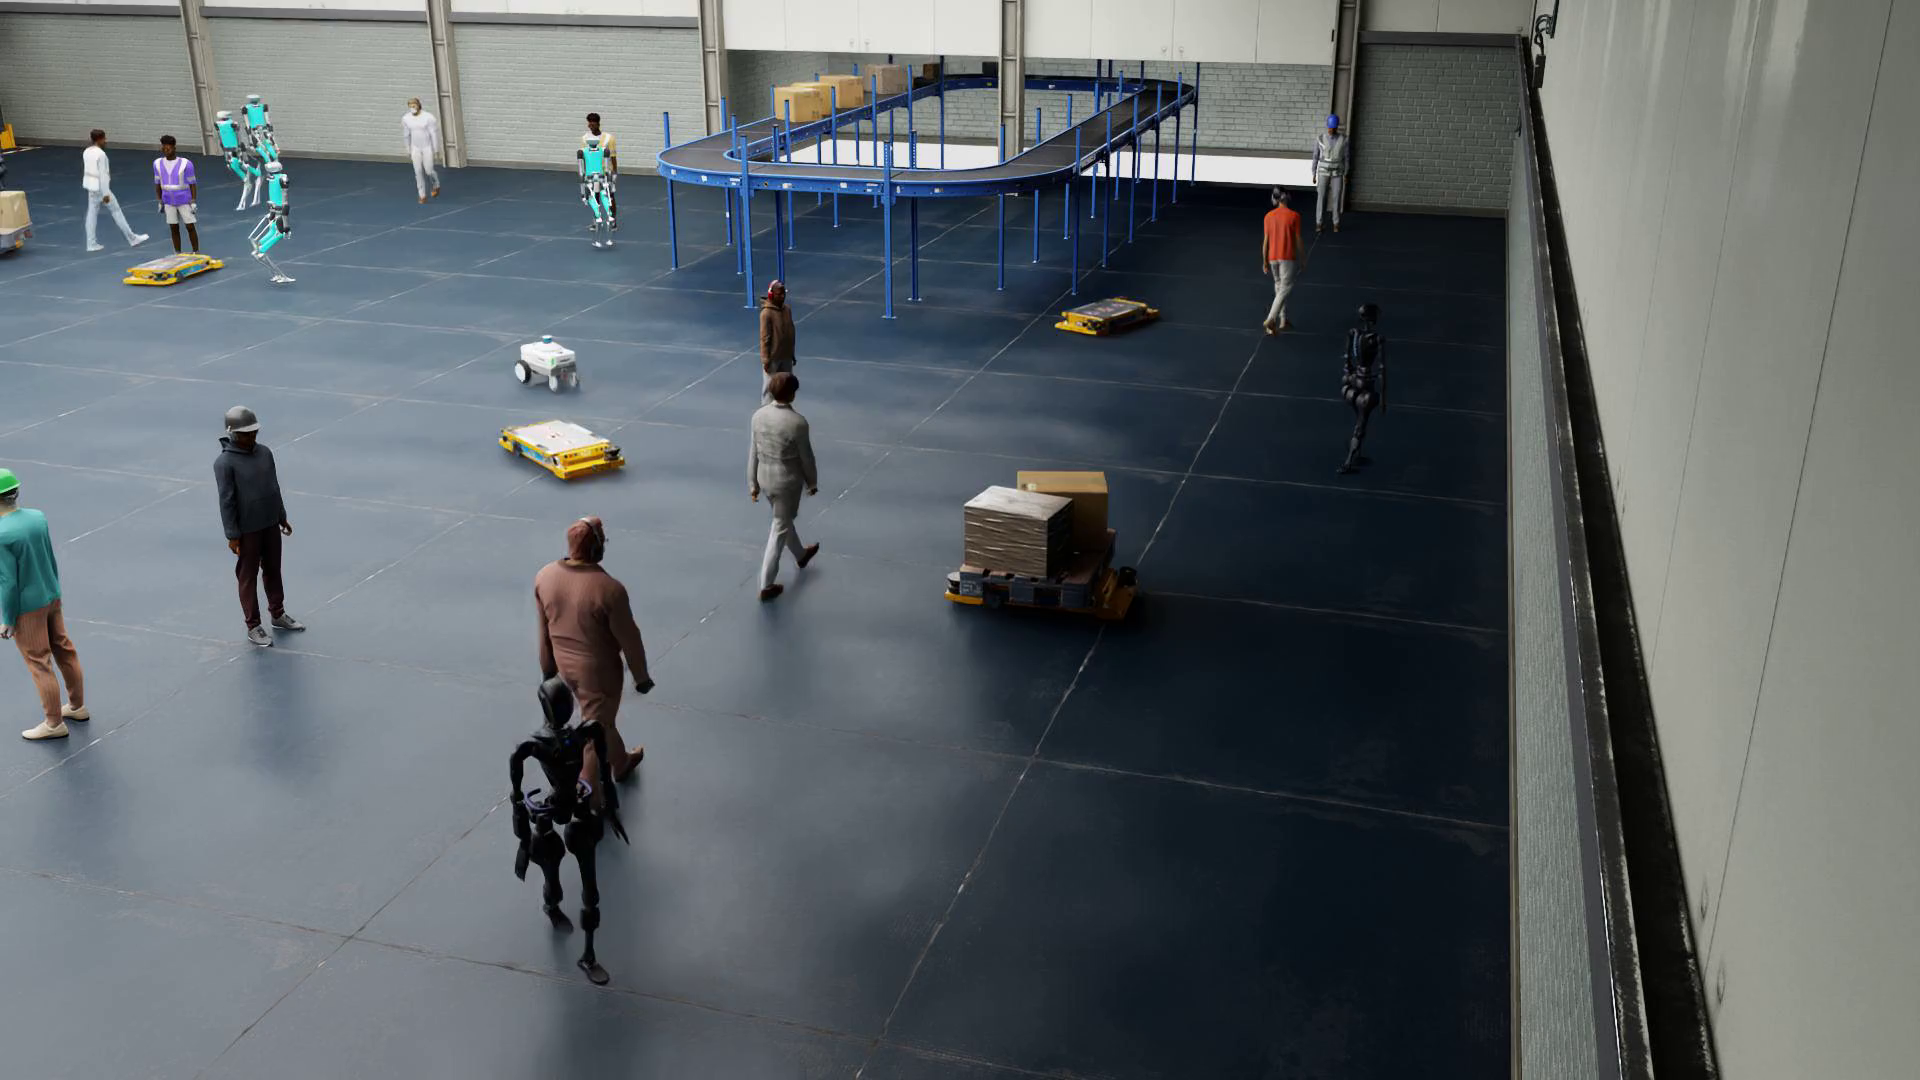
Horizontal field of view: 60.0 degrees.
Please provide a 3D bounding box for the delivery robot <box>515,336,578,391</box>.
[{"bbox_3d":[-4.730,-2.038,19.091,0.816,0.612,0.499,20,28,41],"label":"delivery robot"}]

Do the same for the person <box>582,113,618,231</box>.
[{"bbox_3d":[-6.008,-6.148,27.796,0.610,1.953,0.406,5,22,13],"label":"person"}]

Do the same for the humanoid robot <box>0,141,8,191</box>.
[{"bbox_3d":[-17.148,-6.639,29.441,0.329,1.638,0.586,7,22,18],"label":"humanoid robot"}]

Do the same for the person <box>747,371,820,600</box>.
[{"bbox_3d":[-1.370,-0.481,13.309,0.519,1.782,0.956,12,24,29],"label":"person"}]

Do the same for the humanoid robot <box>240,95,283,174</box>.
[{"bbox_3d":[-13.252,-7.569,31.813,0.802,1.805,0.547,17,27,38],"label":"humanoid robot"}]

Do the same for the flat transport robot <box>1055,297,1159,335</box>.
[{"bbox_3d":[1.935,-2.928,21.772,0.659,0.231,1.431,17,27,37],"label":"flat transport robot"}]

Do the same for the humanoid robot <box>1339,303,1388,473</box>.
[{"bbox_3d":[3.925,-1.477,16.064,0.607,1.639,0.584,-12,24,-28],"label":"humanoid robot"}]

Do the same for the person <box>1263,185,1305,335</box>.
[{"bbox_3d":[4.078,-3.570,21.233,0.525,1.859,0.902,13,25,31],"label":"person"}]

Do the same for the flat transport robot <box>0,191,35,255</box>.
[{"bbox_3d":[-15.251,-4.546,25.970,0.659,0.231,1.431,-3,21,-7],"label":"flat transport robot"}]

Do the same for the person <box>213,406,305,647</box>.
[{"bbox_3d":[-5.239,-0.124,12.352,0.369,1.813,0.535,10,23,25],"label":"person"}]

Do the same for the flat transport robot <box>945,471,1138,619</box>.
[{"bbox_3d":[0.651,0.365,13.232,1.431,0.231,0.659,6,22,15],"label":"flat transport robot"}]

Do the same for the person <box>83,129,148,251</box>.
[{"bbox_3d":[-13.561,-5.567,26.393,0.622,1.857,0.988,15,26,33],"label":"person"}]

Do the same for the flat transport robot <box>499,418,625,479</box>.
[{"bbox_3d":[-3.982,-0.923,16.572,0.659,0.231,1.431,-17,27,-36],"label":"flat transport robot"}]

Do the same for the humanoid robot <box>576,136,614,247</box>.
[{"bbox_3d":[-5.672,-5.468,26.181,0.532,1.690,0.745,-10,23,-24],"label":"humanoid robot"}]

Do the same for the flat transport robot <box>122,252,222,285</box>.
[{"bbox_3d":[-11.613,-3.996,24.542,0.659,0.231,1.431,4,21,10],"label":"flat transport robot"}]

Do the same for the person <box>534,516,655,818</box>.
[{"bbox_3d":[-2.128,0.731,10.056,0.660,1.870,0.904,12,24,29],"label":"person"}]

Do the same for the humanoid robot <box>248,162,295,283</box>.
[{"bbox_3d":[-9.823,-4.478,23.565,0.735,1.677,0.533,-20,28,-41],"label":"humanoid robot"}]

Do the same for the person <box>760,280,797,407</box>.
[{"bbox_3d":[-1.871,-1.856,17.064,0.318,1.650,0.458,15,26,34],"label":"person"}]

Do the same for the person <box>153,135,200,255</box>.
[{"bbox_3d":[-11.801,-5.110,25.075,0.605,1.966,0.368,-1,21,-2],"label":"person"}]

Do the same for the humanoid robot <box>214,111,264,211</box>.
[{"bbox_3d":[-12.830,-6.808,29.812,0.559,1.784,0.767,9,23,22],"label":"humanoid robot"}]

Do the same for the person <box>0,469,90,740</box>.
[{"bbox_3d":[-6.090,0.416,10.879,0.378,1.866,0.516,4,21,10],"label":"person"}]

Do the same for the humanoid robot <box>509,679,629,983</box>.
[{"bbox_3d":[-2.048,1.438,8.574,0.601,1.627,0.737,-16,26,-36],"label":"humanoid robot"}]

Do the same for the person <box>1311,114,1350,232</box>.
[{"bbox_3d":[6.168,-6.113,27.731,0.613,1.933,0.413,2,21,6],"label":"person"}]

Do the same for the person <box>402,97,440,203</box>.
[{"bbox_3d":[-9.816,-7.143,30.424,0.655,1.912,0.548,1,21,3],"label":"person"}]
